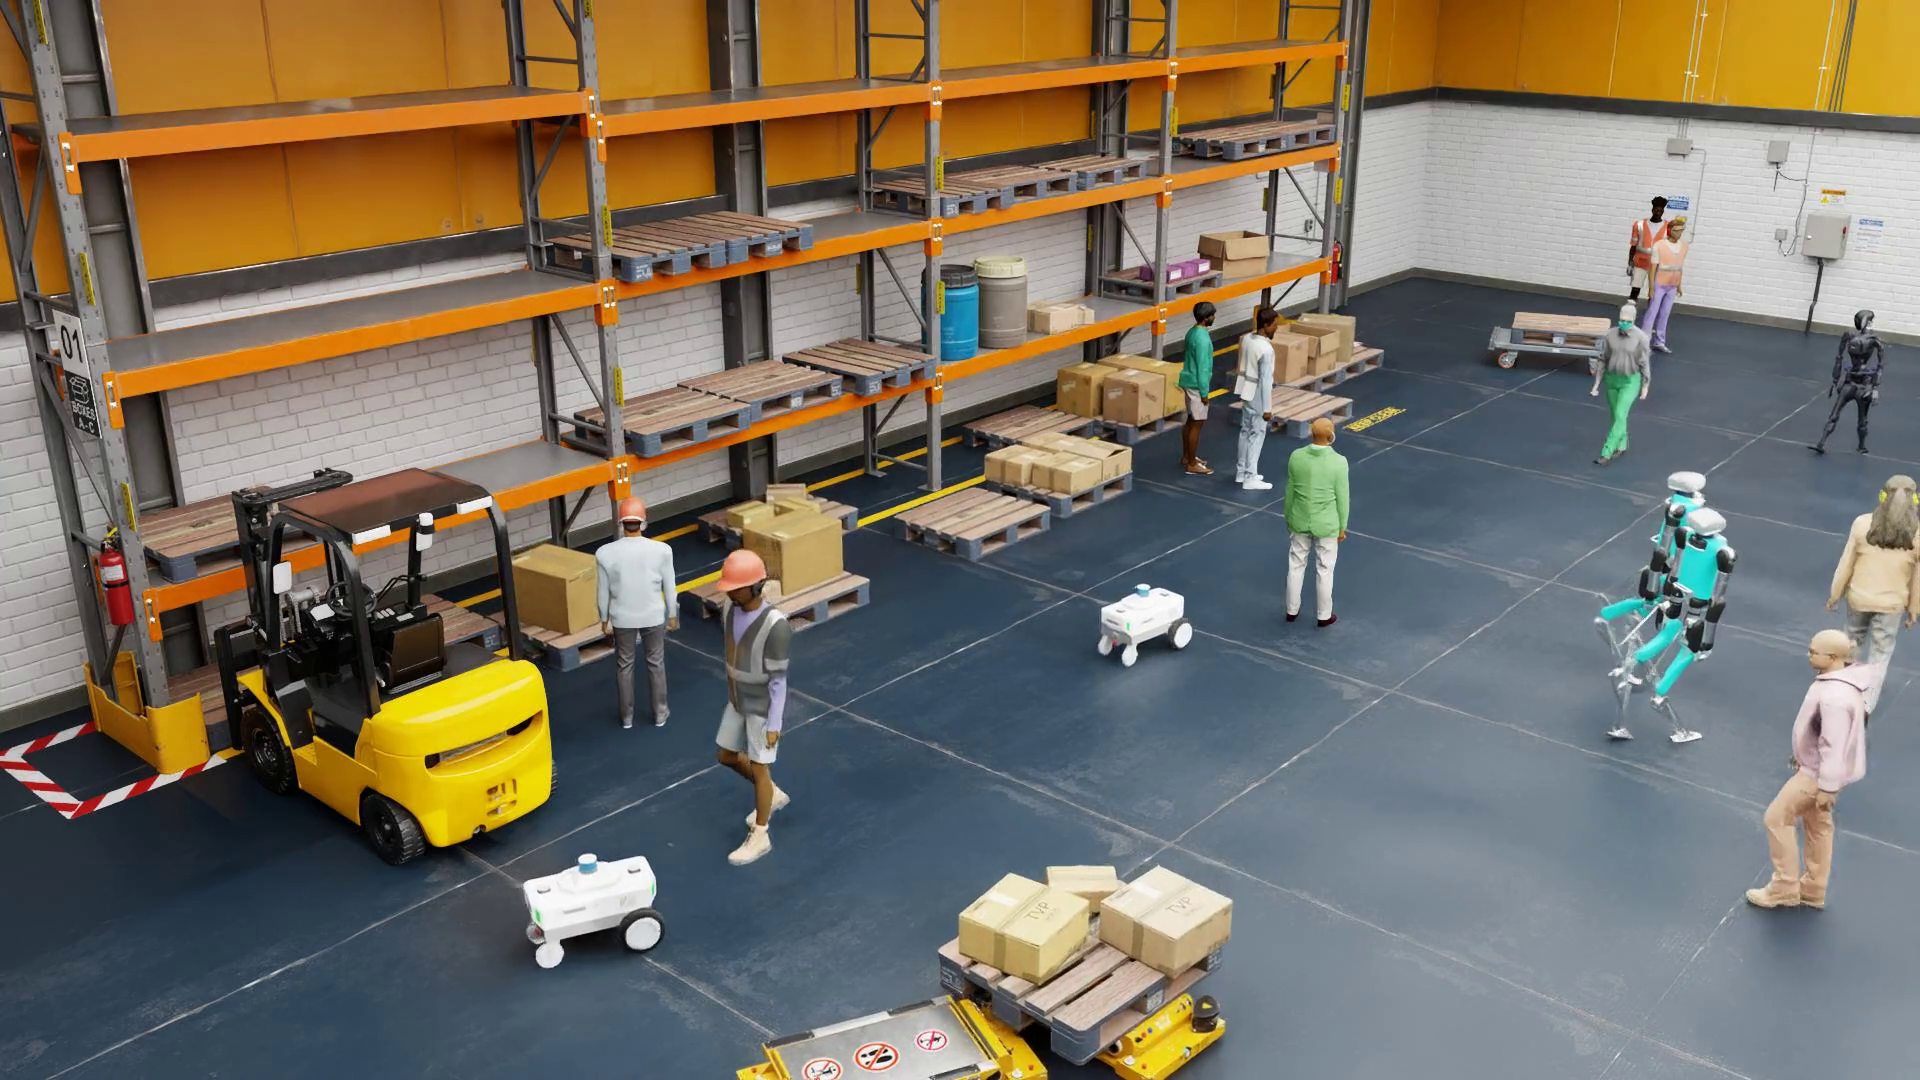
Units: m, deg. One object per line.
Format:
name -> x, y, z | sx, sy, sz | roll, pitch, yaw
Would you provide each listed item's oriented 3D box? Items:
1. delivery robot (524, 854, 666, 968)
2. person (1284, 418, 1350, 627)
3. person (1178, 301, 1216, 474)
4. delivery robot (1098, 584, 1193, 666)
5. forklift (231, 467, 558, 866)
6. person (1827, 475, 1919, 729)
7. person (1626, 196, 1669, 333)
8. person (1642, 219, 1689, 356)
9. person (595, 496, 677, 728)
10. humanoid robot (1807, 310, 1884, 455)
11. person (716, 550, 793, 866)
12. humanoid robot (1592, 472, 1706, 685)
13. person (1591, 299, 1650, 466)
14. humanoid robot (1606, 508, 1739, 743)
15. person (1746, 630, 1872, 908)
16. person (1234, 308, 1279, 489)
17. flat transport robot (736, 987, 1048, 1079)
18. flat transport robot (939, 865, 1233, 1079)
delivery robot -> -2.097, 2.076, 9.507 | 0.790, 0.589, 0.499 | -9, 22, -23
person -> 2.941, -0.142, 13.753 | 0.540, 1.783, 0.383 | 10, 23, 26
person -> 2.513, -1.622, 17.682 | 0.398, 1.843, 0.499 | -2, 20, -6
delivery robot -> 1.485, 0.653, 13.396 | 0.803, 0.613, 0.499 | -17, 26, -39
forklift -> -3.730, 0.710, 10.856 | 2.313, 2.155, 1.214 | 17, 26, 38
person -> 6.658, 0.448, 12.090 | 0.601, 1.868, 0.723 | 14, 24, 33
person -> 9.870, -3.946, 23.810 | 0.601, 1.959, 0.368 | 8, 22, 20
person -> 9.572, -3.442, 22.599 | 0.563, 1.847, 0.396 | -7, 21, -18
person -> -2.324, 0.523, 12.009 | 0.571, 1.740, 0.352 | -4, 21, -10
humanoid robot -> 9.773, -1.700, 18.169 | 0.735, 1.630, 0.598 | -9, 22, -23
person -> -1.279, 1.012, 10.269 | 0.611, 2.034, 0.544 | 19, 27, 41
humanoid robot -> 5.150, 0.305, 12.625 | 0.761, 1.786, 0.537 | 17, 26, 39
person -> 7.092, -1.696, 17.920 | 0.899, 1.803, 0.537 | -18, 27, -40
humanoid robot -> 4.910, 0.659, 11.663 | 0.873, 1.788, 0.551 | -6, 21, -16
person -> 4.972, 1.345, 9.745 | 0.580, 1.767, 0.539 | 13, 24, 32
person -> 3.056, -1.455, 17.137 | 0.413, 1.907, 0.597 | -5, 21, -13
flat transport robot -> -0.343, 2.658, 8.349 | 1.431, 0.231, 0.659 | -9, 22, -22
flat transport robot -> 0.652, 2.432, 8.962 | 1.431, 0.231, 0.659 | 19, 27, 41
